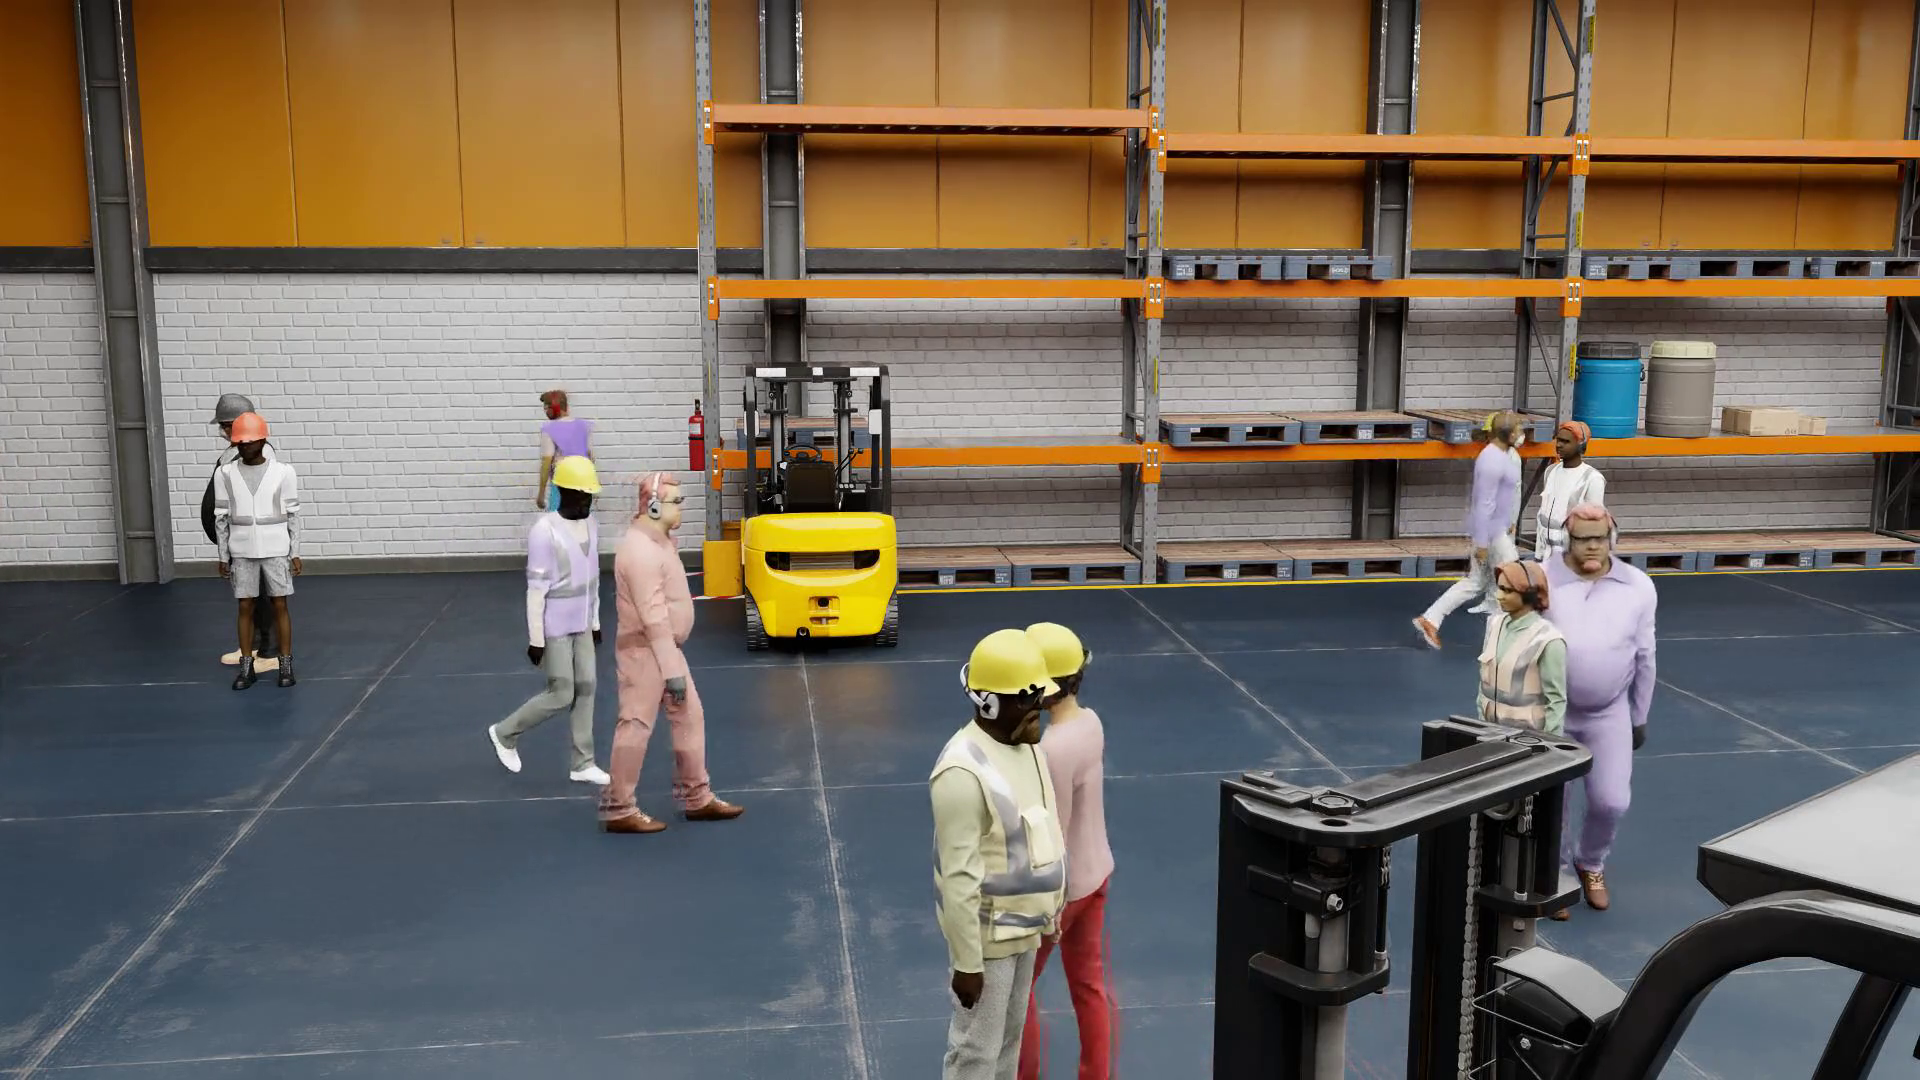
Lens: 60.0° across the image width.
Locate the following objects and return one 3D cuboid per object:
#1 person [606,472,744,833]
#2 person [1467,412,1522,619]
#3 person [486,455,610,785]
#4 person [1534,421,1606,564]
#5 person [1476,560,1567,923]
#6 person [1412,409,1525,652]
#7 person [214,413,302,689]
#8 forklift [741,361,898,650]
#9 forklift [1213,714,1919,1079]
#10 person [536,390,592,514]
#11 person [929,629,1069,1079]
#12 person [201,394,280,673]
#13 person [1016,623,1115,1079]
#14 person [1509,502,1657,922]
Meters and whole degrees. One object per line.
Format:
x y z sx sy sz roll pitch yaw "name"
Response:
-1.464 0.591 8.524 0.826 1.875 0.674 0 9 -3 "person"
4.485 -0.201 13.903 0.320 1.742 0.492 -2 9 -11 "person"
-2.294 0.455 9.359 0.682 1.898 0.592 3 10 19 "person"
4.173 0.116 11.484 0.355 1.885 0.574 -3 10 -20 "person"
2.478 0.894 7.399 0.310 1.636 0.523 -3 10 -19 "person"
3.907 -0.044 12.464 0.930 1.904 0.630 3 10 19 "person"
-4.873 0.078 11.560 0.553 1.934 0.363 -2 9 -15 "person"
-1.154 -0.340 13.365 1.214 2.155 2.313 -1 9 -7 "forklift"
1.441 1.425 2.350 1.214 2.155 2.313 -7 12 -39 "forklift"
-3.614 -0.461 15.281 0.440 1.820 0.754 4 10 23 "person"
0.127 1.167 5.086 0.404 1.829 0.600 4 10 22 "person"
-5.210 -0.057 12.077 0.536 2.000 0.673 -7 12 -38 "person"
0.259 1.128 5.600 0.586 1.752 0.552 4 10 23 "person"
2.745 0.768 7.389 0.658 1.888 0.431 2 9 12 "person"
